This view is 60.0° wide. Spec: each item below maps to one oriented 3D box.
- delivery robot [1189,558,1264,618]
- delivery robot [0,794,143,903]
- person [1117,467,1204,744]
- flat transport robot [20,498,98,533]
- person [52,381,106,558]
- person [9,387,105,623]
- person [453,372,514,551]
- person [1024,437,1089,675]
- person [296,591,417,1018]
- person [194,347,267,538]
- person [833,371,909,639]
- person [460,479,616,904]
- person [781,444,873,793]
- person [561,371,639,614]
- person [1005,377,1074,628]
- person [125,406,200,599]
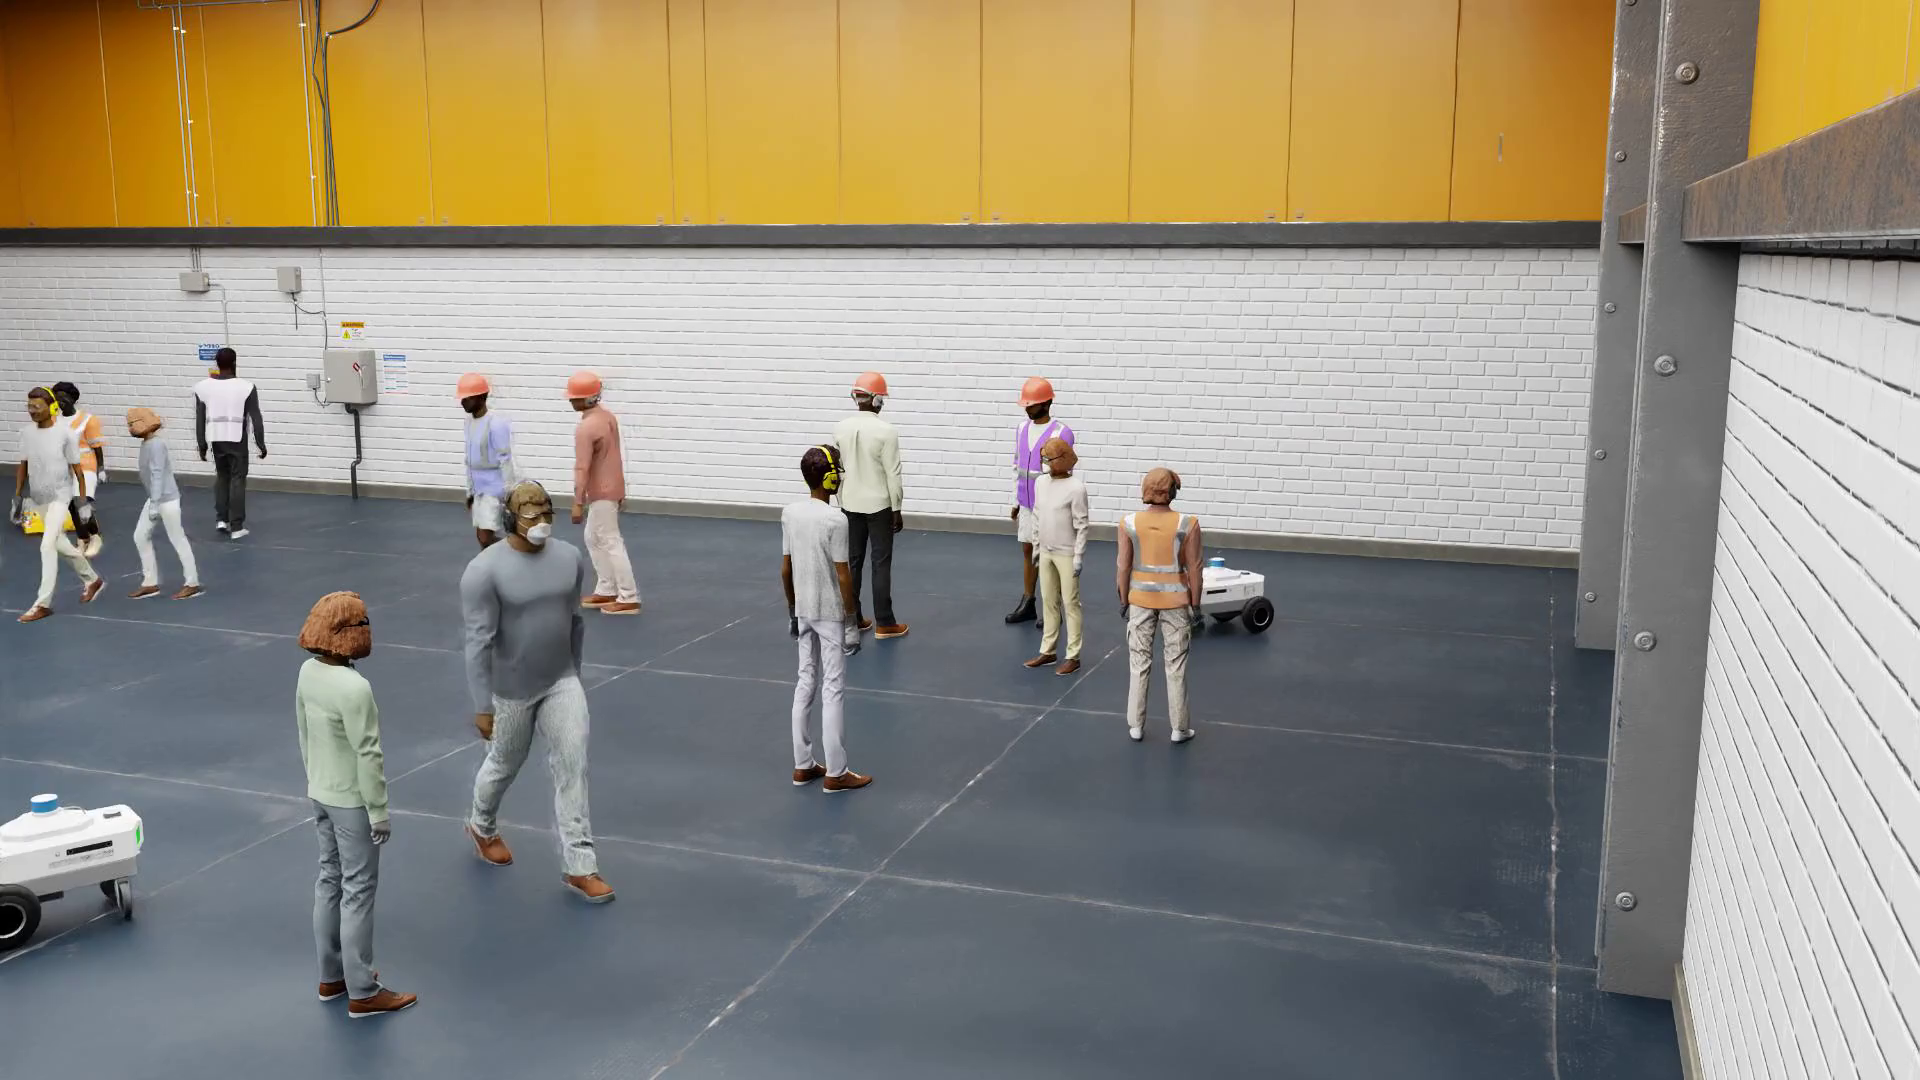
[{"bbox_3d":[1.947,0.379,12.606,0.707,0.478,0.477,-5,11,-27],"label":"delivery robot"},{"bbox_3d":[-3.933,1.342,7.184,0.707,0.478,0.477,-8,13,-40],"label":"delivery robot"},{"bbox_3d":[1.172,0.387,9.771,0.513,1.639,0.311,3,11,17],"label":"person"},{"bbox_3d":[-9.501,-0.287,17.421,0.652,0.197,1.431,-7,12,-33],"label":"flat transport robot"},{"bbox_3d":[-8.185,-0.633,15.396,0.534,1.685,0.438,2,10,11],"label":"person"},{"bbox_3d":[-7.227,-0.324,13.274,0.525,1.834,0.977,3,10,14],"label":"person"},{"bbox_3d":[-3.795,-0.409,13.469,0.570,1.916,0.556,-9,14,-42],"label":"person"},{"bbox_3d":[0.667,0.105,11.375,0.294,1.632,0.501,-8,13,-39],"label":"person"},{"bbox_3d":[-2.330,0.998,6.344,0.507,1.632,0.274,9,14,43],"label":"person"},{"bbox_3d":[-7.326,-0.977,16.732,0.607,1.901,0.552,0,10,-2],"label":"person"},{"bbox_3d":[-0.667,-0.260,12.421,0.609,1.993,0.384,7,12,34],"label":"person"},{"bbox_3d":[-1.984,0.652,7.579,1.011,1.898,0.647,10,14,43],"label":"person"},{"bbox_3d":[-0.734,0.424,8.942,0.521,1.862,0.328,9,13,40],"label":"person"},{"bbox_3d":[-2.847,-0.359,13.081,0.625,1.953,0.646,0,10,2],"label":"person"},{"bbox_3d":[0.601,-0.285,12.745,0.542,1.928,0.374,9,13,40],"label":"person"},{"bbox_3d":[-6.660,-0.295,13.722,0.638,1.598,0.536,-9,13,-41],"label":"person"}]
